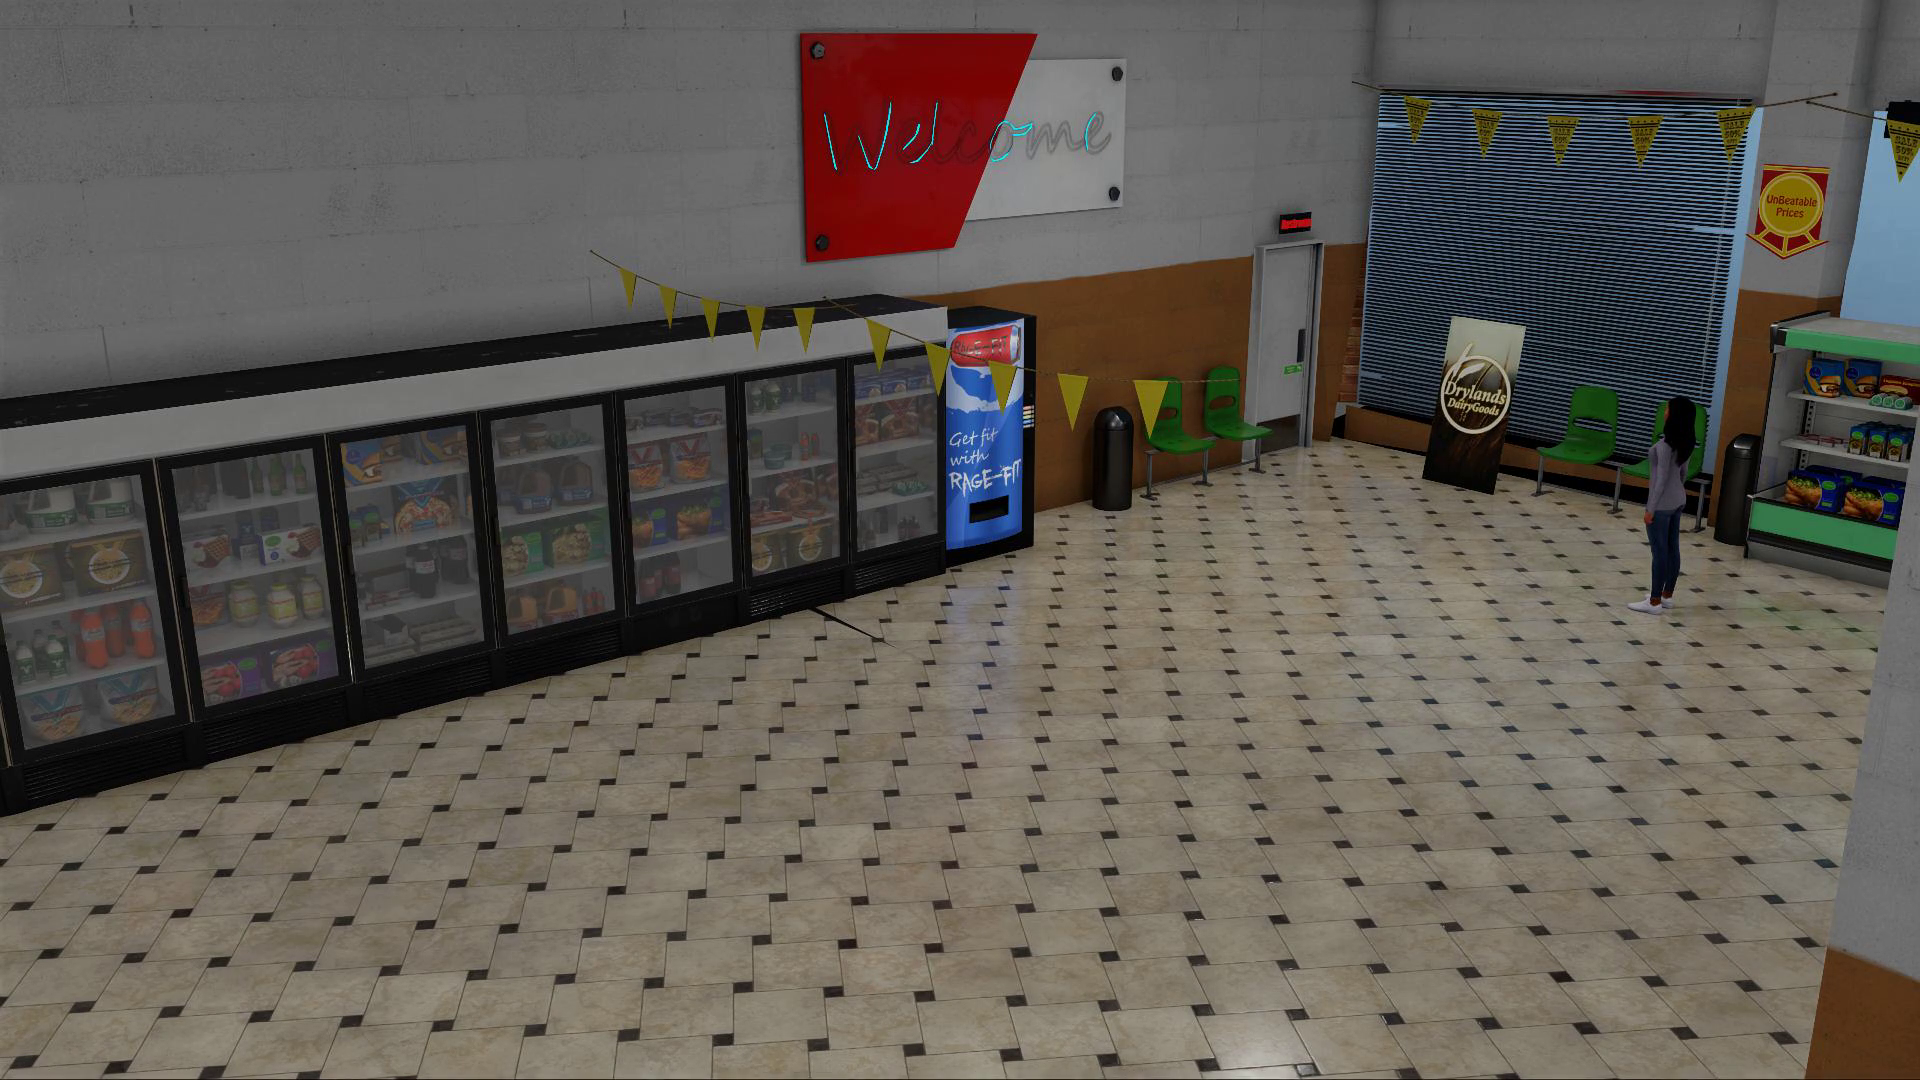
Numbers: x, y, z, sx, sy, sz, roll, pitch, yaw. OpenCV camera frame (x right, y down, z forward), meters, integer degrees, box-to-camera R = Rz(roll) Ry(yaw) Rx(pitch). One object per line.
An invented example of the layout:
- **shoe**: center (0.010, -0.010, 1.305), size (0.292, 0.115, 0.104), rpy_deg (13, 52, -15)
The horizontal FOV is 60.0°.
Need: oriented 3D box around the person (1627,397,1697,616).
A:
- **person**: center (5.595, -0.276, 13.132), size (0.594, 1.736, 0.508), rpy_deg (-14, 22, -38)
